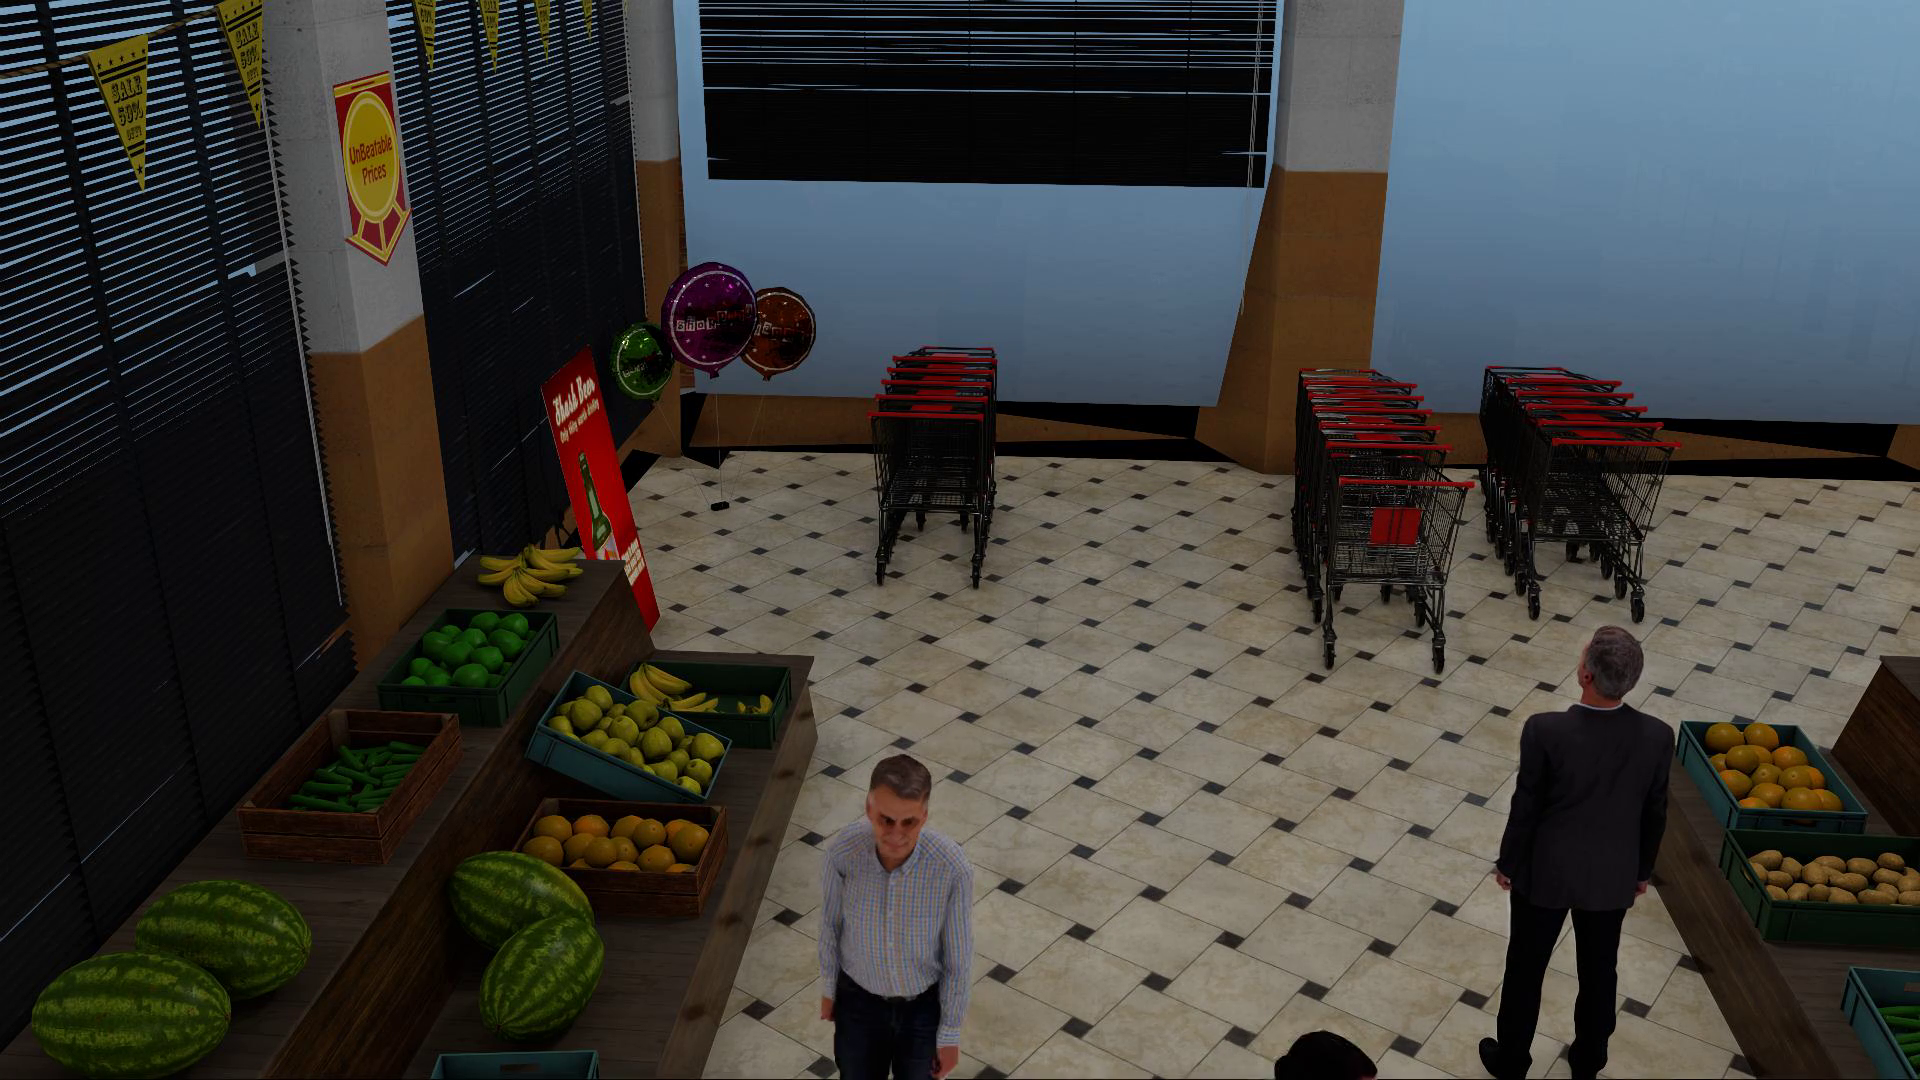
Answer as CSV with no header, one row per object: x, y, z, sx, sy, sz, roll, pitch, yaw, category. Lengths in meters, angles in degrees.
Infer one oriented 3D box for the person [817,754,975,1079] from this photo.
-0.182,1.392,5.248,0.667,1.798,0.760,5,22,11,person

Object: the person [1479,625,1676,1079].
2.153,1.136,5.823,0.709,1.843,0.590,1,22,3,person
